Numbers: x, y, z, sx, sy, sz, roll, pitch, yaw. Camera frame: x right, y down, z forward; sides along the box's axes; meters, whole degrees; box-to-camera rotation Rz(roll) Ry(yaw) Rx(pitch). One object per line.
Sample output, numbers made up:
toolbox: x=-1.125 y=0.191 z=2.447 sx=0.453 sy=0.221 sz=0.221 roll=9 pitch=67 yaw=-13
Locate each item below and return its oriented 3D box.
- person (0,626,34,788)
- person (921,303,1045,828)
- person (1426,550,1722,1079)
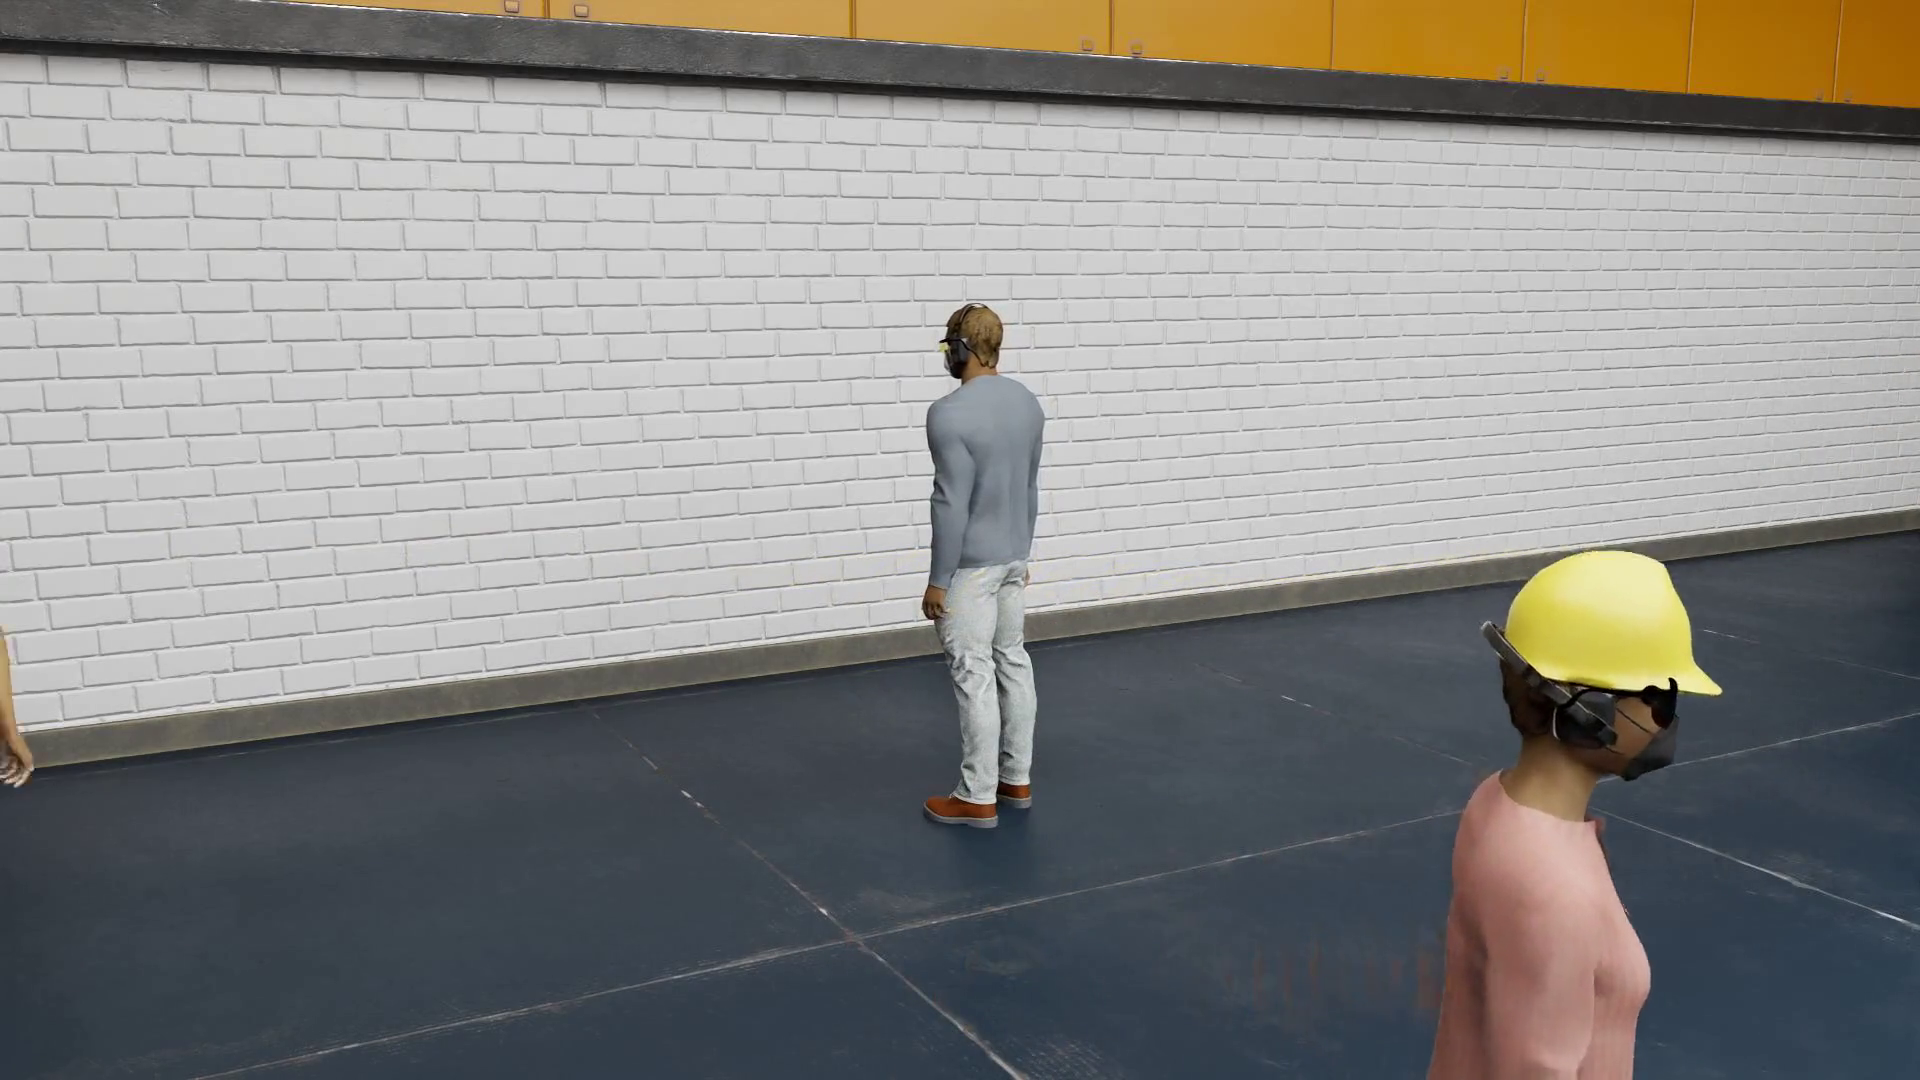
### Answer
person: x=-2.683 y=0.501 z=4.164 sx=0.445 sy=1.827 sz=0.589 roll=5 pitch=11 yaw=25
person: x=0.079 y=0.096 z=6.185 sx=0.352 sy=1.937 sz=0.635 roll=7 pitch=12 yaw=34
person: x=0.777 y=0.879 z=2.195 sx=0.372 sy=1.750 sz=0.557 roll=2 pitch=10 yaw=13
